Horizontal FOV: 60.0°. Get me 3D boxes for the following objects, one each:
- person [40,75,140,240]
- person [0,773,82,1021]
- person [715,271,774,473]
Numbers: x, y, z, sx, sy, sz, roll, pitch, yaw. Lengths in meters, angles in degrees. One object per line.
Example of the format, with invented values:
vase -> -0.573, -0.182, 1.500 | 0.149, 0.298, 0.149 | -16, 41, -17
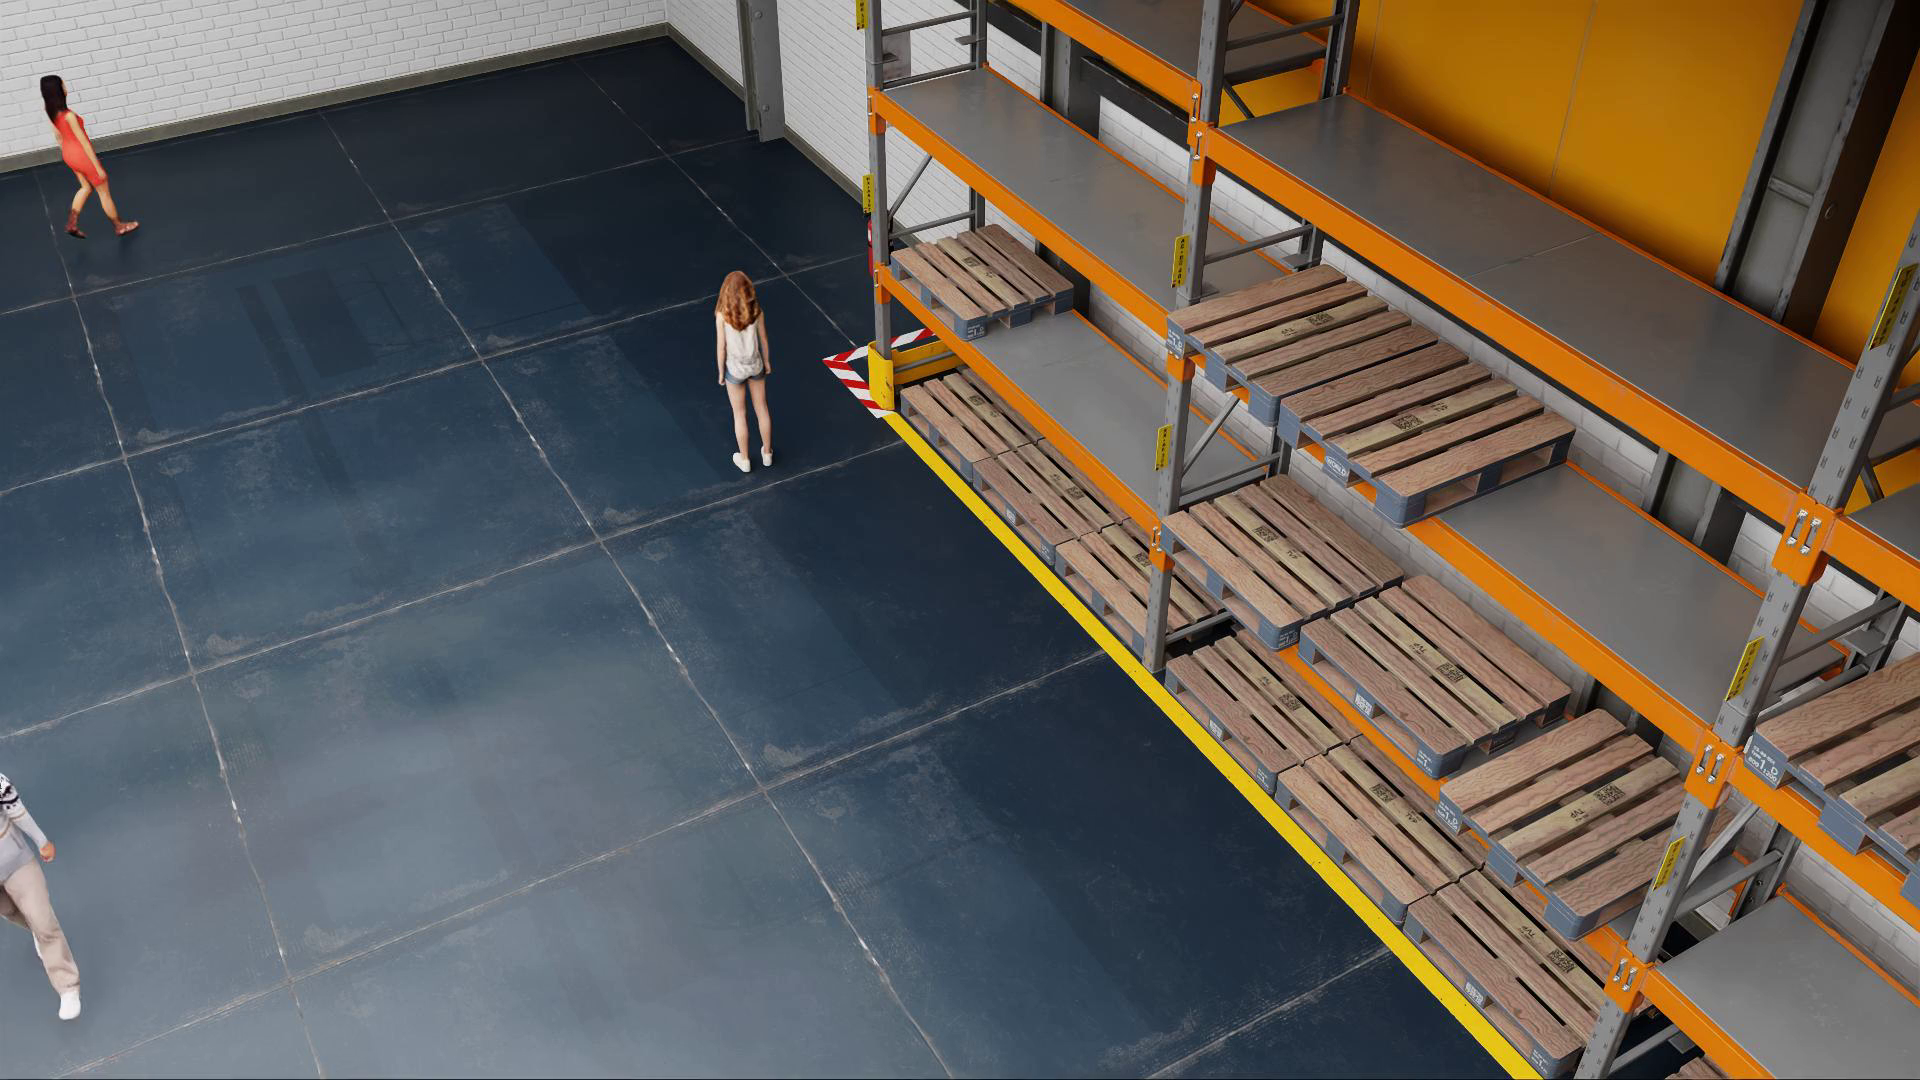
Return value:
person -> -8.509, -3.629, 16.008 | 0.965, 1.704, 0.930 | 20, 43, 24
person -> -5.331, 1.755, 9.187 | 0.750, 1.803, 1.184 | -18, 42, -21
person -> -1.682, -1.318, 13.070 | 0.601, 1.759, 0.546 | -15, 41, -18
